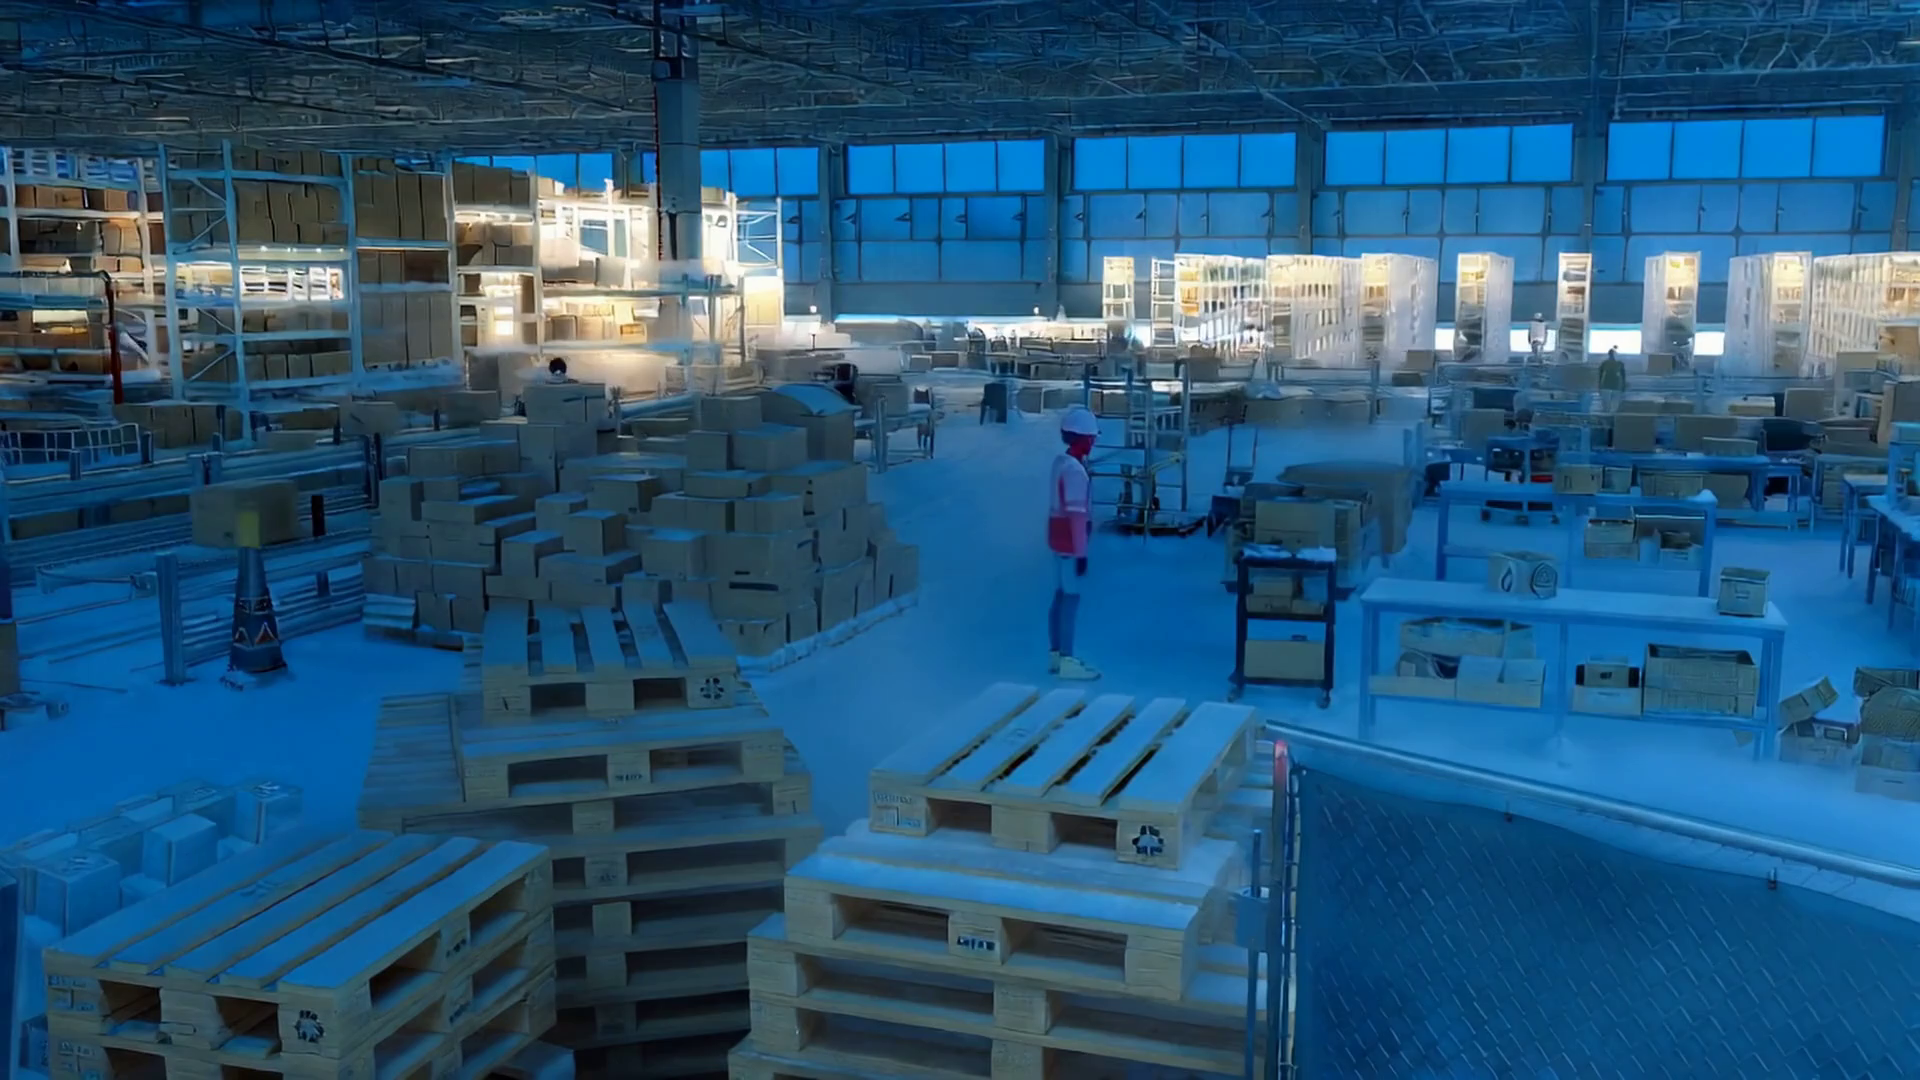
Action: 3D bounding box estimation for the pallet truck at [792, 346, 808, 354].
[{"bbox_3d":[-3.705,-4.298,42.022,0.653,1.274,1.630,3,10,20],"label":"pallet truck"}]

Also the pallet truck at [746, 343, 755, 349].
[{"bbox_3d":[-6.183,-4.618,44.264,1.601,1.201,0.680,-9,12,-43],"label":"pallet truck"}]

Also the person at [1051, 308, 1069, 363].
[{"bbox_3d":[3.223,-6.458,53.404,0.608,1.996,0.382,2,9,12],"label":"person"}]

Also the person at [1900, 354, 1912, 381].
[{"bbox_3d":[20.398,-3.598,36.123,0.623,1.777,0.957,-6,11,-32],"label":"person"}]

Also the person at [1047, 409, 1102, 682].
[{"bbox_3d":[0.857,0.038,12.486,0.395,2.039,0.608,-2,9,-10],"label":"person"}]

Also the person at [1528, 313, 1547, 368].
[{"bbox_3d":[18.742,-6.471,54.014,0.585,1.826,0.530,2,9,12],"label":"person"}]

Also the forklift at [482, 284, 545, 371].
[{"bbox_3d":[-10.832,-4.702,39.610,1.129,2.768,1.873,3,10,20],"label":"forklift"}]

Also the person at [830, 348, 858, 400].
[{"bbox_3d":[-2.148,-2.754,31.143,0.550,1.665,0.757,2,9,9],"label":"person"}]

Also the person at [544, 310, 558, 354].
[{"bbox_3d":[-14.412,-7.149,58.275,0.629,1.836,0.429,-3,10,-19],"label":"person"}]

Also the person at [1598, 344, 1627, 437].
[{"bbox_3d":[12.185,-2.782,31.061,0.523,1.763,0.329,8,12,41],"label":"person"}]

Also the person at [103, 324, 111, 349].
[{"bbox_3d":[-24.998,-5.574,49.082,0.517,1.607,0.748,4,10,23],"label":"person"}]

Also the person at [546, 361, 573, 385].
[{"bbox_3d":[-5.887,-1.733,24.395,0.614,1.782,0.952,4,10,24],"label":"person"}]

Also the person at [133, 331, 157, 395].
[{"bbox_3d":[-20.694,-4.480,42.155,0.513,1.620,0.433,7,11,37],"label":"person"}]
